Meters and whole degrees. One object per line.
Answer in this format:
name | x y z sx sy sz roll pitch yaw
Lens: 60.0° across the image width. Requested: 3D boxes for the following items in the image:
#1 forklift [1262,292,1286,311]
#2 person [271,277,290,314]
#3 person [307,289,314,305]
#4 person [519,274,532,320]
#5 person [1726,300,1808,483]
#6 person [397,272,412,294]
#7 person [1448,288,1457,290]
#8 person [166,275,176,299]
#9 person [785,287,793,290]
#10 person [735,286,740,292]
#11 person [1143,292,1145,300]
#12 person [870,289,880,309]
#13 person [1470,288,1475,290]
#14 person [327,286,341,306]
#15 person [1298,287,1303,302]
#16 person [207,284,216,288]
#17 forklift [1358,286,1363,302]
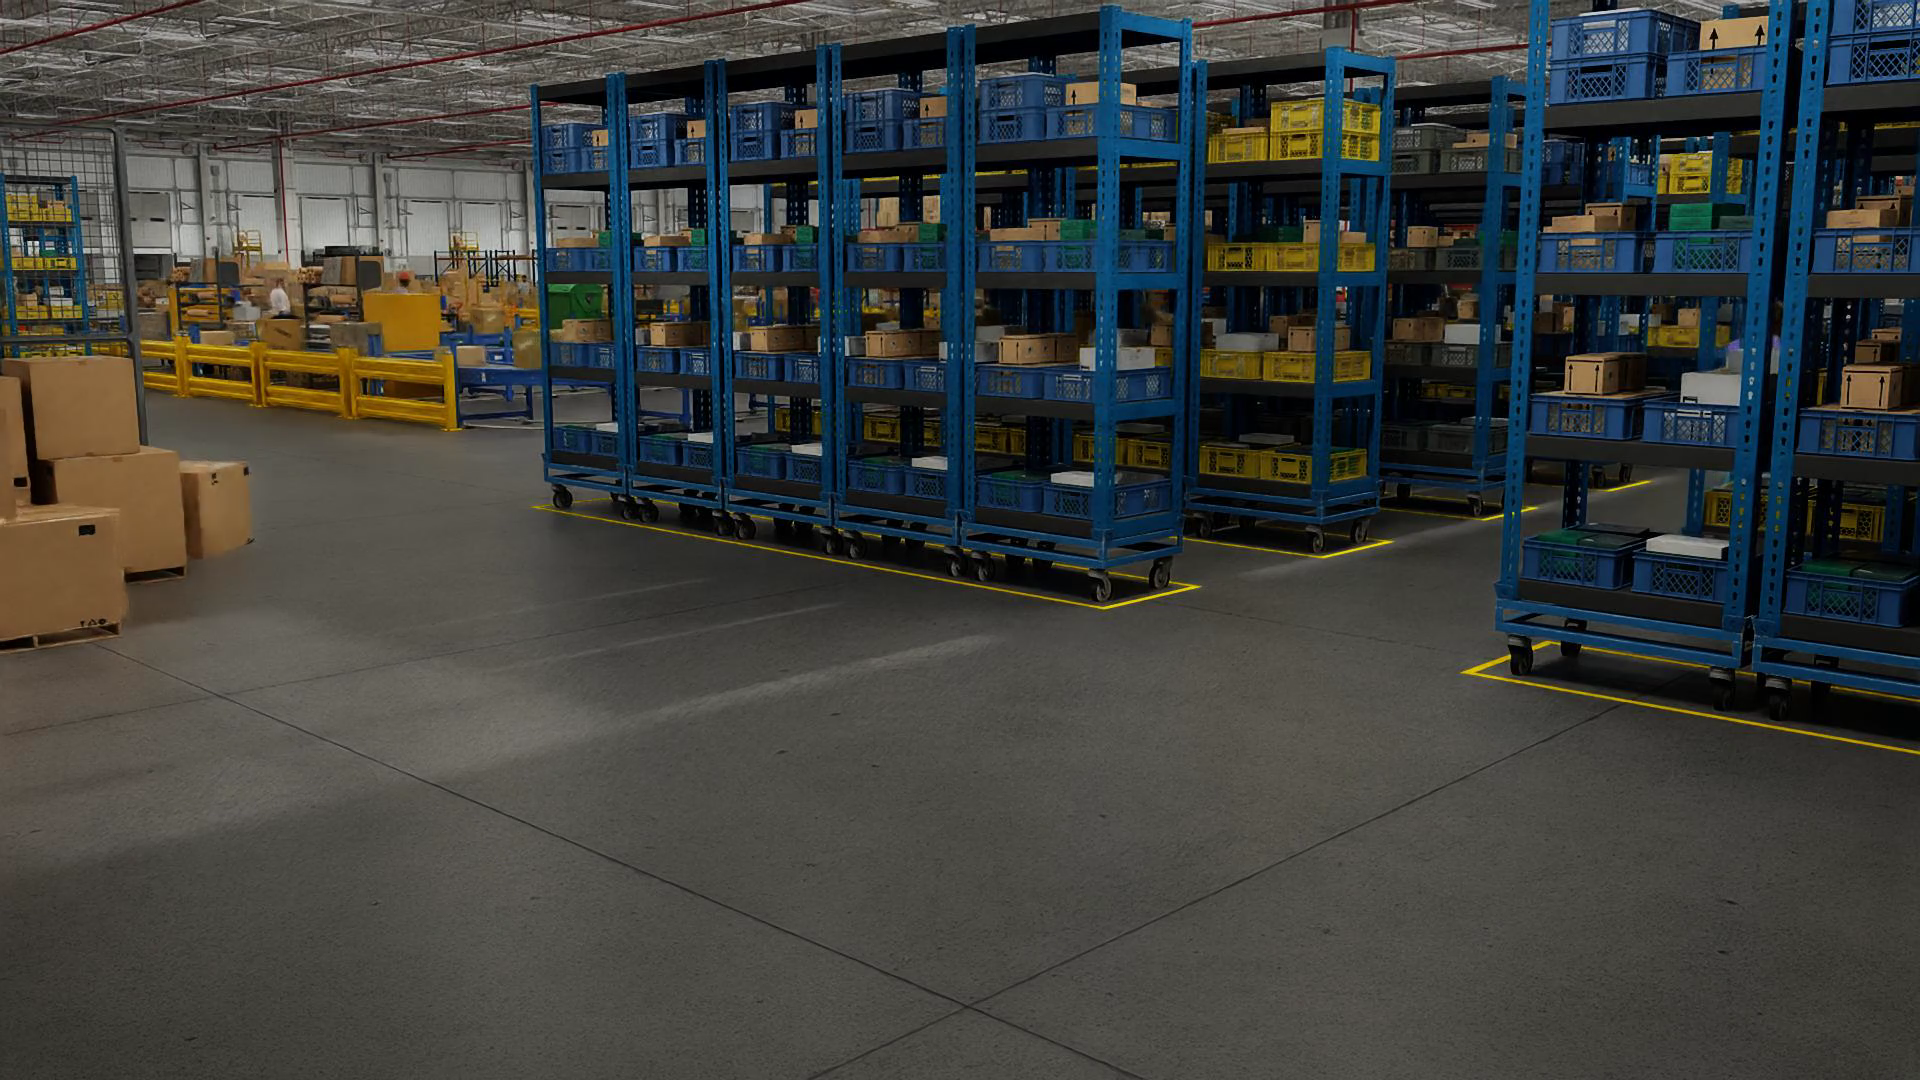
forklift | 10.769 -8.203 54.240 1.129 2.768 1.873 8 12 42
person | -15.716 -5.148 38.538 0.452 1.895 0.648 -8 12 -41
person | -22.751 -8.283 58.175 0.376 1.756 0.524 -9 13 -42
person | -17.493 -9.773 66.998 0.546 1.867 0.364 -6 11 -33
person | 6.034 -0.887 12.566 0.615 1.835 0.435 7 12 38
person | -13.393 -5.428 39.927 0.998 2.013 0.617 -4 10 -23
person | 18.665 -9.041 63.183 0.500 1.636 0.285 -6 11 -32
person | -26.773 -8.080 56.617 1.020 1.877 0.590 -5 11 -29
person | -6.285 -8.899 61.428 0.418 1.922 0.573 4 10 23
person | -10.874 -11.811 79.514 0.659 1.857 1.061 -3 10 -17
person | 5.650 -7.411 52.637 0.577 1.814 0.631 6 11 32
person | -3.021 -8.564 60.368 0.771 1.601 0.501 7 11 36
person | 18.384 -8.484 59.589 0.363 1.684 0.553 2 9 12
person | -21.283 -8.095 56.609 0.984 1.883 0.568 -6 11 -32
person | 8.536 -5.540 41.369 0.752 1.733 0.555 -3 10 -20
person | -40.403 -13.532 89.832 0.593 1.922 0.381 5 11 28
forklift | 11.100 -7.017 46.970 1.873 2.768 1.129 9 13 43
